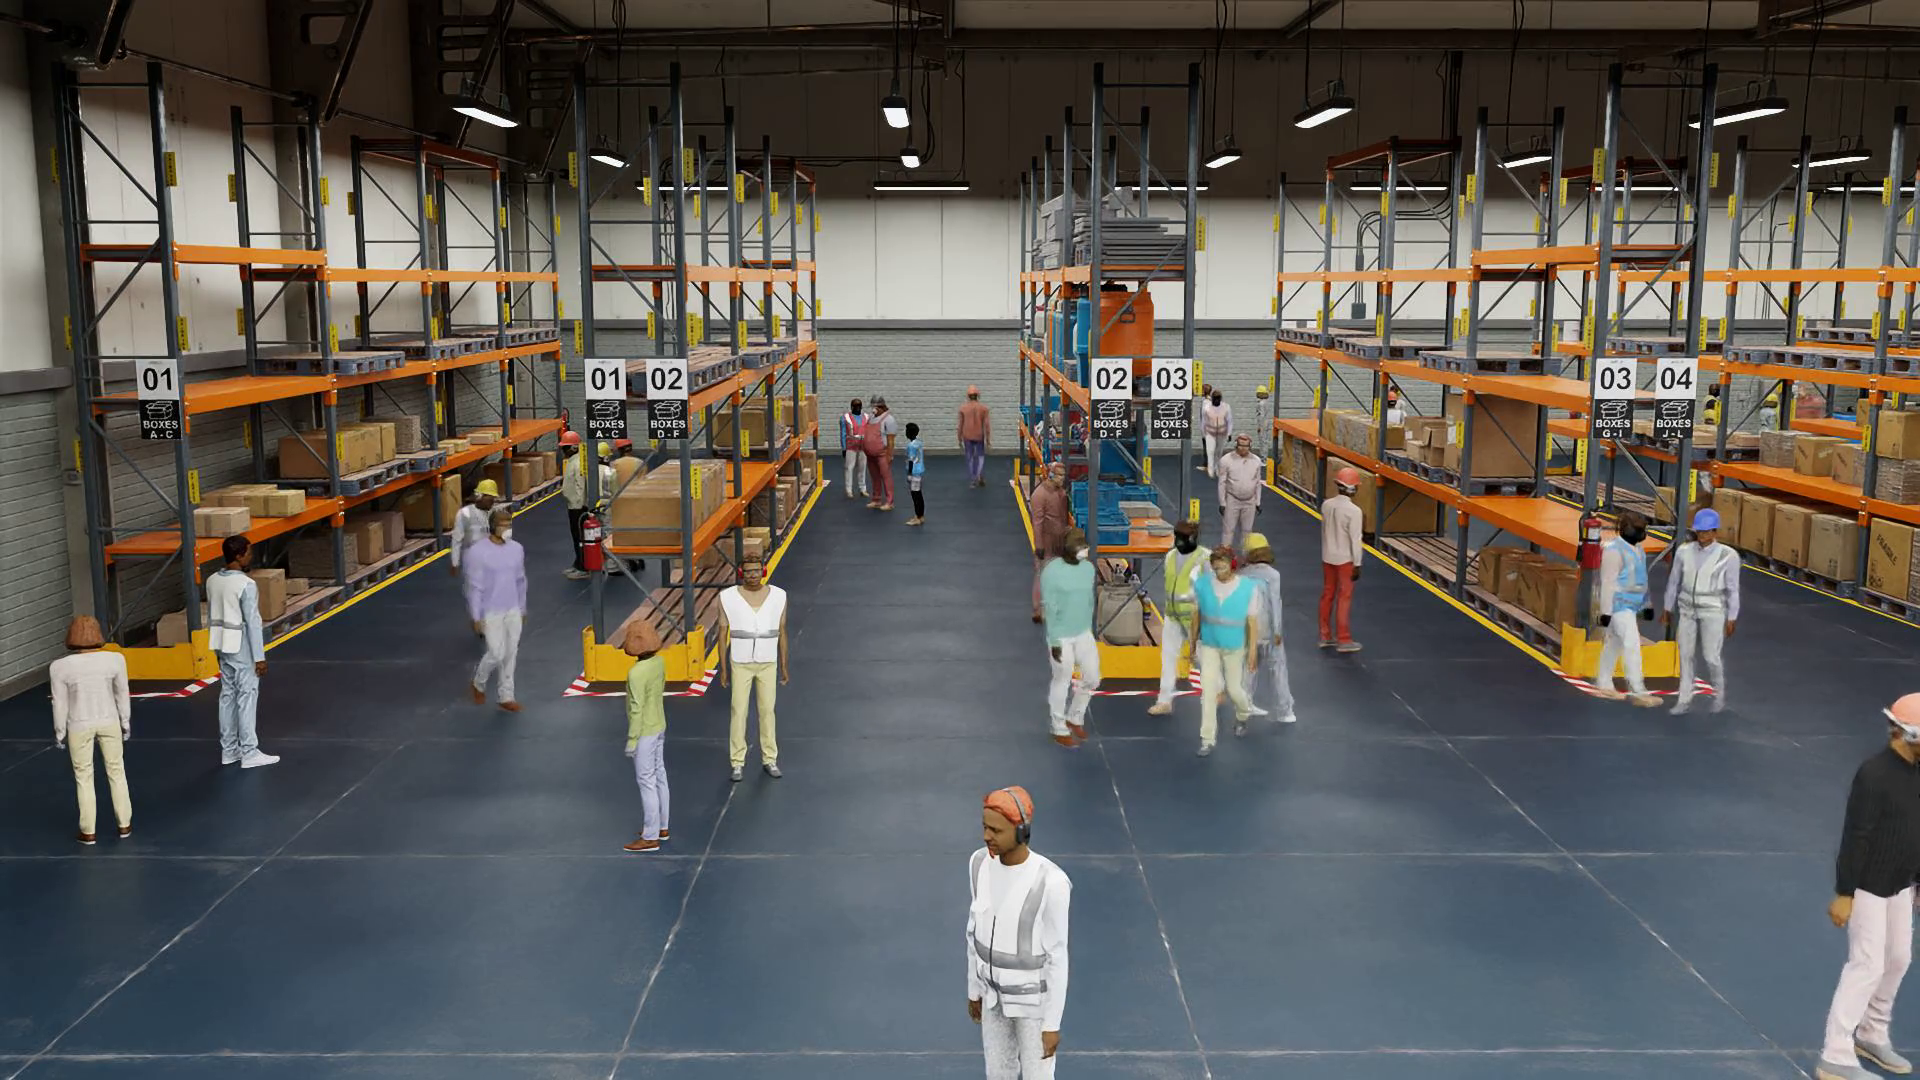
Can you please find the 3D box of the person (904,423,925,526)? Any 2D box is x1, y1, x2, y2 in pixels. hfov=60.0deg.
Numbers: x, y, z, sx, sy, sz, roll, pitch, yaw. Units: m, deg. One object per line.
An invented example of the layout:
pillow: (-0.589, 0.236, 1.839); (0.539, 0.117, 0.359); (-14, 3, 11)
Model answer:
person: (-0.744, -1.079, 27.226); (0.322, 1.690, 0.532); (2, 9, 10)

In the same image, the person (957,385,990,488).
person: (0.259, -1.998, 32.179); (0.621, 1.975, 0.494); (0, 9, 1)

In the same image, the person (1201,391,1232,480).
person: (5.189, -2.141, 33.721); (0.621, 1.795, 0.968); (0, 9, 2)

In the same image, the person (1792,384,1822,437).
person: (17.643, -2.320, 34.631); (0.632, 1.871, 0.669); (-6, 10, -32)

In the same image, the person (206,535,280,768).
person: (-5.938, 0.914, 13.661); (0.597, 1.916, 0.371); (6, 10, 32)

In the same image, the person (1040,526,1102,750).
person: (0.954, 0.837, 14.147); (0.625, 1.927, 0.458); (-7, 11, -38)

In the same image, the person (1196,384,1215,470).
person: (5.226, -2.383, 35.136); (0.343, 1.839, 0.506); (5, 10, 30)

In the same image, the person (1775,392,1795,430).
person: (17.550, -2.301, 35.107); (0.767, 1.667, 0.550); (-4, 10, -22)

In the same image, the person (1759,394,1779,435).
person: (16.320, -2.091, 33.588); (0.324, 1.732, 0.494); (0, 9, -2)

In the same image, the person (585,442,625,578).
person: (-4.787, -0.396, 22.355); (0.600, 1.832, 0.404); (4, 10, 23)

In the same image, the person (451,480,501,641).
person: (-5.357, 0.222, 18.533); (0.643, 1.788, 0.593); (-5, 10, -30)

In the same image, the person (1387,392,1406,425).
person: (8.062, -1.810, 31.156); (0.544, 1.929, 0.388); (1, 9, 5)

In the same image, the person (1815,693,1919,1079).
person: (4.613, 1.729, 8.313); (0.703, 1.956, 0.441); (-6, 11, -34)

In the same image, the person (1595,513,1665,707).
person: (6.372, 0.656, 15.618); (0.794, 1.815, 0.642); (7, 11, 39)

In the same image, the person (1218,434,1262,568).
person: (3.866, -0.514, 22.907); (0.639, 1.902, 0.407); (-2, 9, -13)

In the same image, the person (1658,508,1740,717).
person: (6.766, 0.665, 15.211); (0.460, 1.937, 0.645); (-7, 11, -36)

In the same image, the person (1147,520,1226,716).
person: (2.129, 0.704, 15.366); (0.874, 1.811, 0.633); (-8, 12, -43)

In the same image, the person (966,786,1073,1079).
person: (0.236, 1.957, 7.085); (0.346, 1.879, 0.576); (-8, 12, -43)

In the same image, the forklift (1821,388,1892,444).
forklift: (20.072, -3.110, 36.462); (1.873, 2.768, 1.129); (0, 9, 0)

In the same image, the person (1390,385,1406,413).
person: (8.980, -2.266, 34.326); (0.335, 1.859, 0.508); (-6, 11, -34)

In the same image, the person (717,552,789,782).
person: (-1.658, 1.000, 13.335); (0.571, 1.845, 0.382); (-3, 9, -18)

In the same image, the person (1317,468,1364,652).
person: (4.134, 0.208, 17.975); (0.404, 1.987, 0.633); (-5, 10, -27)

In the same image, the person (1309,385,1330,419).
person: (7.268, -2.185, 33.559); (0.370, 1.929, 0.585); (-3, 9, -18)

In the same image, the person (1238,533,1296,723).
person: (2.776, 0.801, 15.067); (0.357, 1.708, 0.601); (-7, 11, -37)

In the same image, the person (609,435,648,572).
person: (-4.502, -0.489, 22.752); (0.585, 1.898, 0.701); (-3, 9, -16)

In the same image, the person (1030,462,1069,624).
person: (1.081, 0.028, 19.444); (0.401, 1.899, 0.647); (6, 11, 34)

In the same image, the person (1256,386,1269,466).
person: (6.521, -2.468, 35.971); (0.298, 1.745, 0.484); (3, 9, 21)

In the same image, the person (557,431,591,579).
person: (-5.184, -0.474, 22.384); (0.405, 1.986, 0.604); (-4, 10, -24)

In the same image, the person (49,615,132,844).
person: (-6.163, 1.342, 11.817); (0.501, 1.632, 0.280); (-7, 11, -37)

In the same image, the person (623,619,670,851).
person: (-2.214, 1.361, 11.683); (0.282, 1.636, 0.500); (2, 9, 10)

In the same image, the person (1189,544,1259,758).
person: (2.257, 0.896, 14.153); (0.594, 1.804, 0.813); (4, 10, 25)

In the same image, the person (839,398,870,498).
person: (-1.901, -1.688, 30.644); (0.626, 1.844, 0.429); (-5, 10, -27)

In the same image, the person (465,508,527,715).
person: (-4.246, 0.658, 15.278); (0.499, 1.924, 0.643); (6, 11, 33)

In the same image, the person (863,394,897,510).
person: (-1.448, -1.541, 29.060); (0.535, 2.000, 0.679); (-8, 12, -40)

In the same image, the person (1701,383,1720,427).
person: (15.902, -2.395, 35.191); (0.430, 1.844, 0.624); (3, 9, 19)
